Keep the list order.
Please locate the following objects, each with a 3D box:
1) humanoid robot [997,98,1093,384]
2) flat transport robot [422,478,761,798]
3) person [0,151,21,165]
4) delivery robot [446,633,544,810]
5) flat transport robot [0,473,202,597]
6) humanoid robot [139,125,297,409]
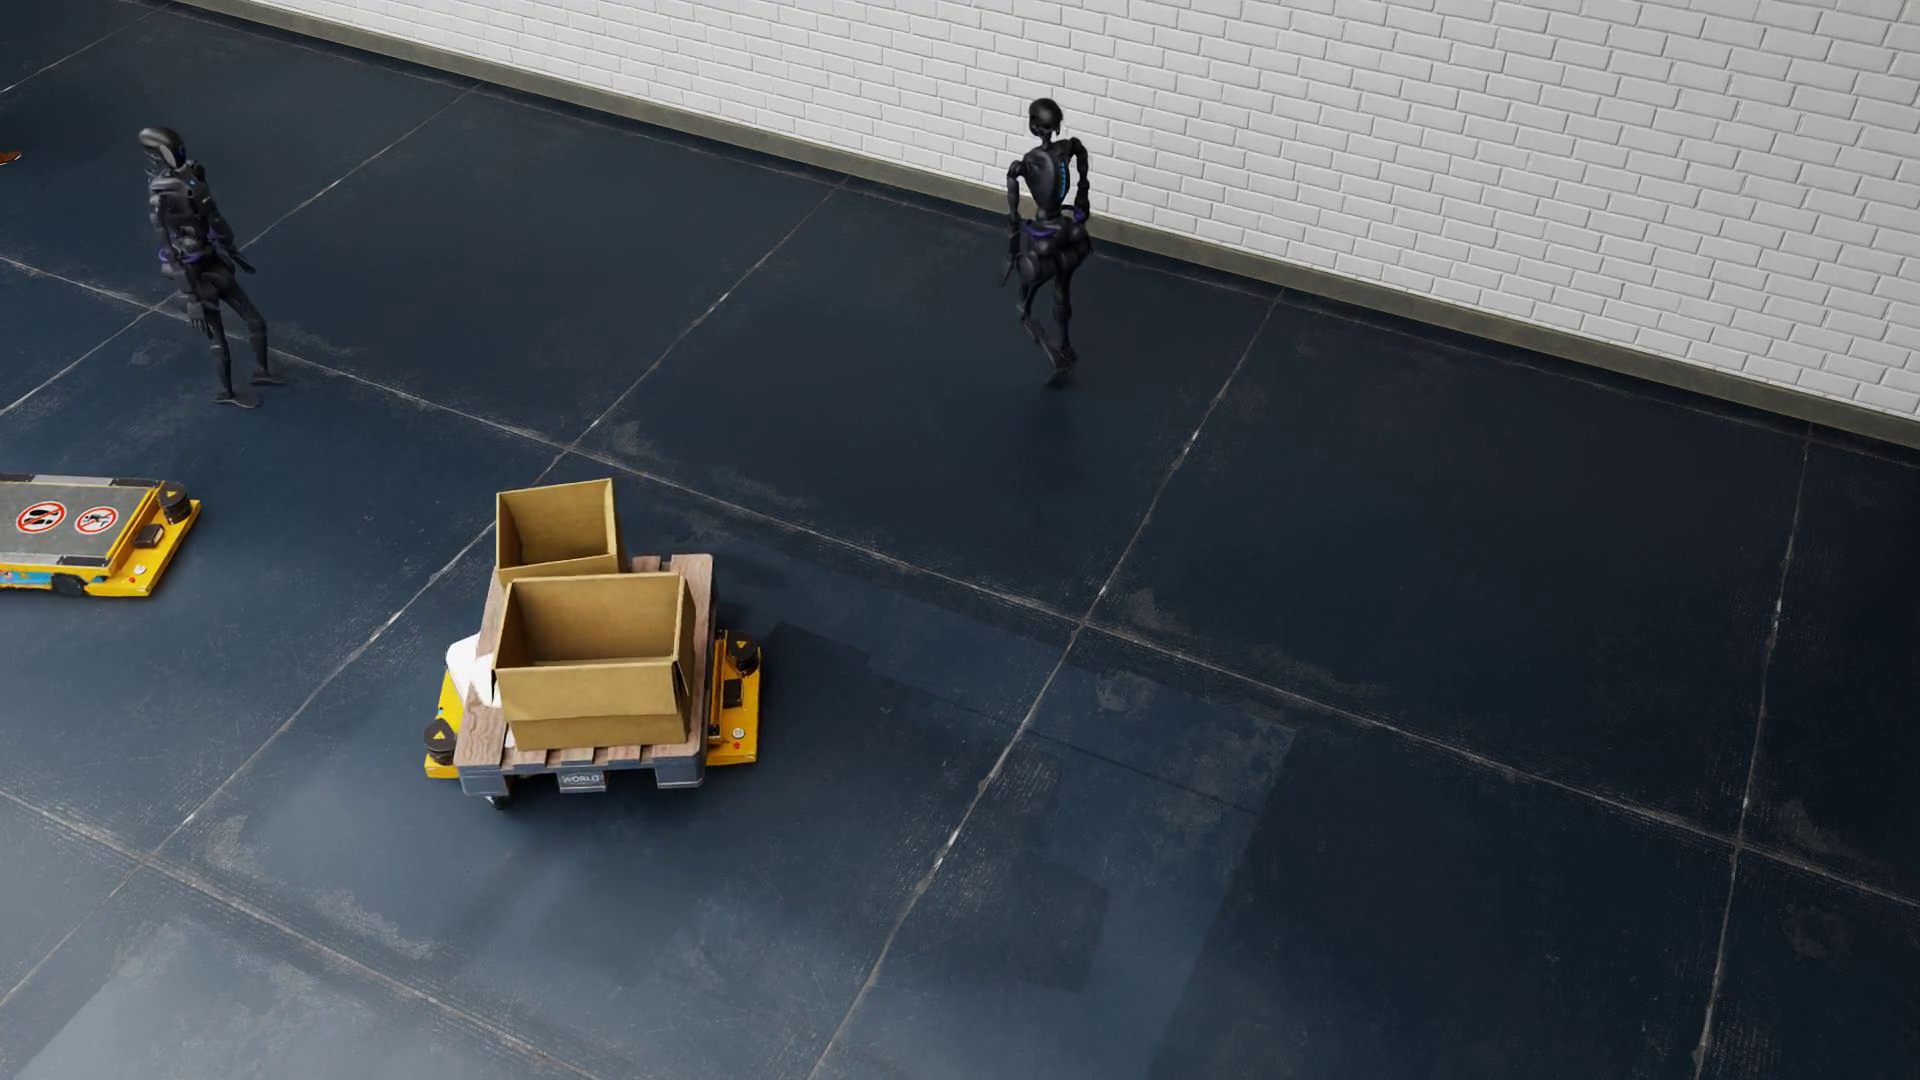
[{"bbox_3d":[0.523,-1.570,8.911,0.608,1.636,0.471,-27,49,-26],"label":"humanoid robot"},{"bbox_3d":[-1.626,0.737,7.461,1.431,0.231,0.659,-2,43,-3],"label":"flat transport robot"},{"bbox_3d":[-6.570,-3.163,10.662,0.497,1.633,0.283,19,46,19],"label":"person"},{"bbox_3d":[-1.935,0.754,7.245,0.499,0.614,0.791,-23,48,-23],"label":"delivery robot"},{"bbox_3d":[-4.623,-0.030,8.288,1.431,0.231,0.659,3,43,3],"label":"flat transport robot"},{"bbox_3d":[-3.938,-1.407,8.734,0.381,1.648,0.584,2,43,3],"label":"humanoid robot"}]
